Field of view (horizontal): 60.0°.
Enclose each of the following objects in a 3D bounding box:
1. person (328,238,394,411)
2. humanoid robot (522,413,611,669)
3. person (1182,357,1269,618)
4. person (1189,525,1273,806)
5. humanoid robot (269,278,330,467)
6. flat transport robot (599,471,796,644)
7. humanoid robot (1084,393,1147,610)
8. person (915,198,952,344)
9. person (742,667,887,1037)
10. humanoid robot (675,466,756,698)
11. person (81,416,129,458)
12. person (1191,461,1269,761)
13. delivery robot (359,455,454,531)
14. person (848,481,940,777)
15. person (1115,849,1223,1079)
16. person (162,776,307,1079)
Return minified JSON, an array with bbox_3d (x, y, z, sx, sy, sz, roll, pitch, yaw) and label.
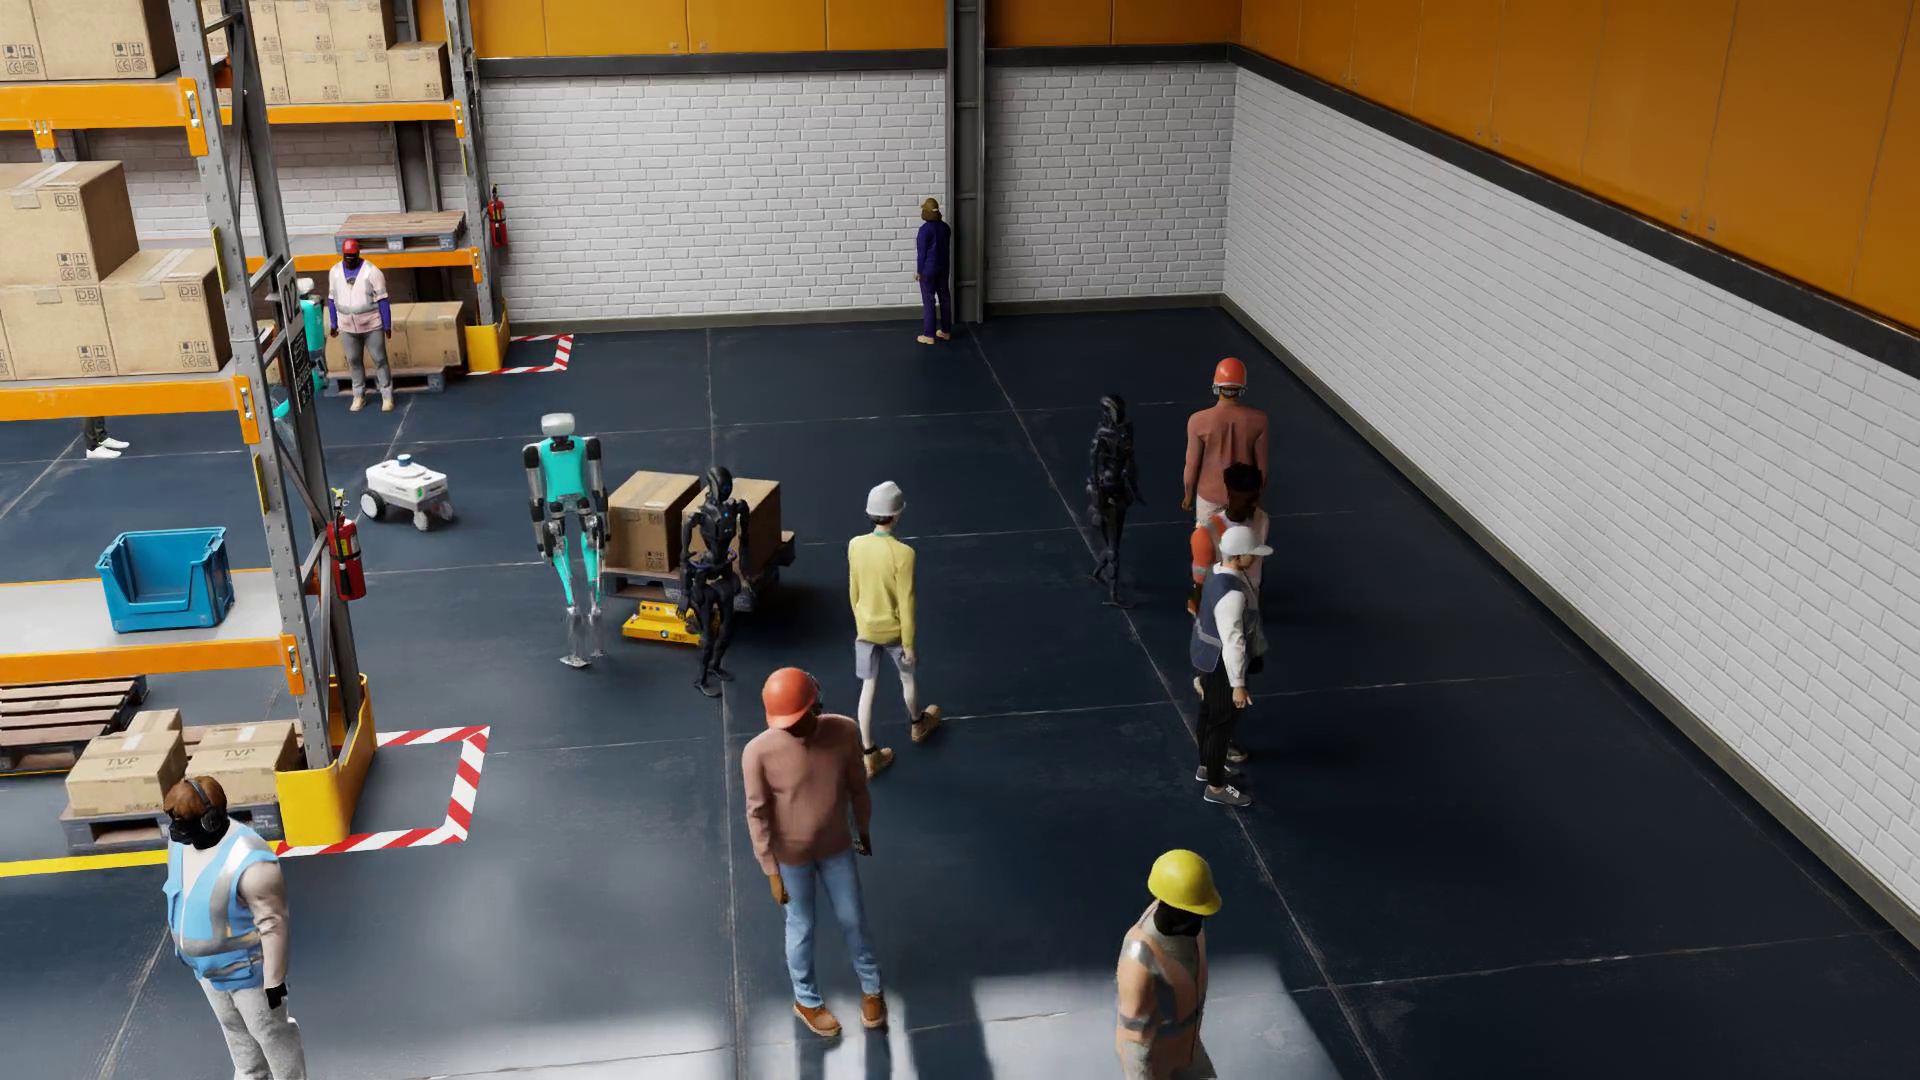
[{"bbox_3d":[-5.904,-2.112,16.377,0.610,1.748,0.419,0,24,0],"label":"person"},{"bbox_3d":[-2.631,0.063,11.421,0.536,1.776,0.785,-8,25,-18],"label":"humanoid robot"},{"bbox_3d":[1.914,-0.356,12.062,0.610,1.995,0.376,-1,24,-2],"label":"person"},{"bbox_3d":[1.585,0.732,9.876,0.437,1.757,0.745,0,24,-1],"label":"person"},{"bbox_3d":[-5.963,-1.430,14.893,0.662,1.849,0.541,2,24,5],"label":"humanoid robot"},{"bbox_3d":[-1.960,0.373,12.546,0.659,0.231,1.431,5,24,12],"label":"flat transport robot"},{"bbox_3d":[1.153,-0.325,12.423,0.603,1.648,0.604,19,30,36],"label":"humanoid robot"},{"bbox_3d":[-0.314,-3.010,18.564,0.464,1.621,0.352,-20,31,-38],"label":"person"},{"bbox_3d":[-0.660,1.481,7.924,0.690,1.958,0.502,-11,26,-23],"label":"person"},{"bbox_3d":[-1.657,0.259,11.069,0.608,1.638,0.436,-22,32,-40],"label":"humanoid robot"},{"bbox_3d":[-7.972,-1.656,15.199,0.330,1.862,0.495,-1,24,-3],"label":"person"},{"bbox_3d":[1.663,0.412,10.364,0.615,1.948,0.554,-15,28,-31],"label":"person"},{"bbox_3d":[-4.672,-0.425,14.027,0.788,0.610,0.499,15,28,30],"label":"delivery robot"},{"bbox_3d":[-0.411,0.493,10.298,0.513,1.856,0.882,11,26,23],"label":"person"},{"bbox_3d":[0.885,2.060,6.659,0.562,1.907,0.602,15,28,31],"label":"person"},{"bbox_3d":[-3.174,1.834,7.262,0.633,1.841,0.429,14,27,29],"label":"person"}]
